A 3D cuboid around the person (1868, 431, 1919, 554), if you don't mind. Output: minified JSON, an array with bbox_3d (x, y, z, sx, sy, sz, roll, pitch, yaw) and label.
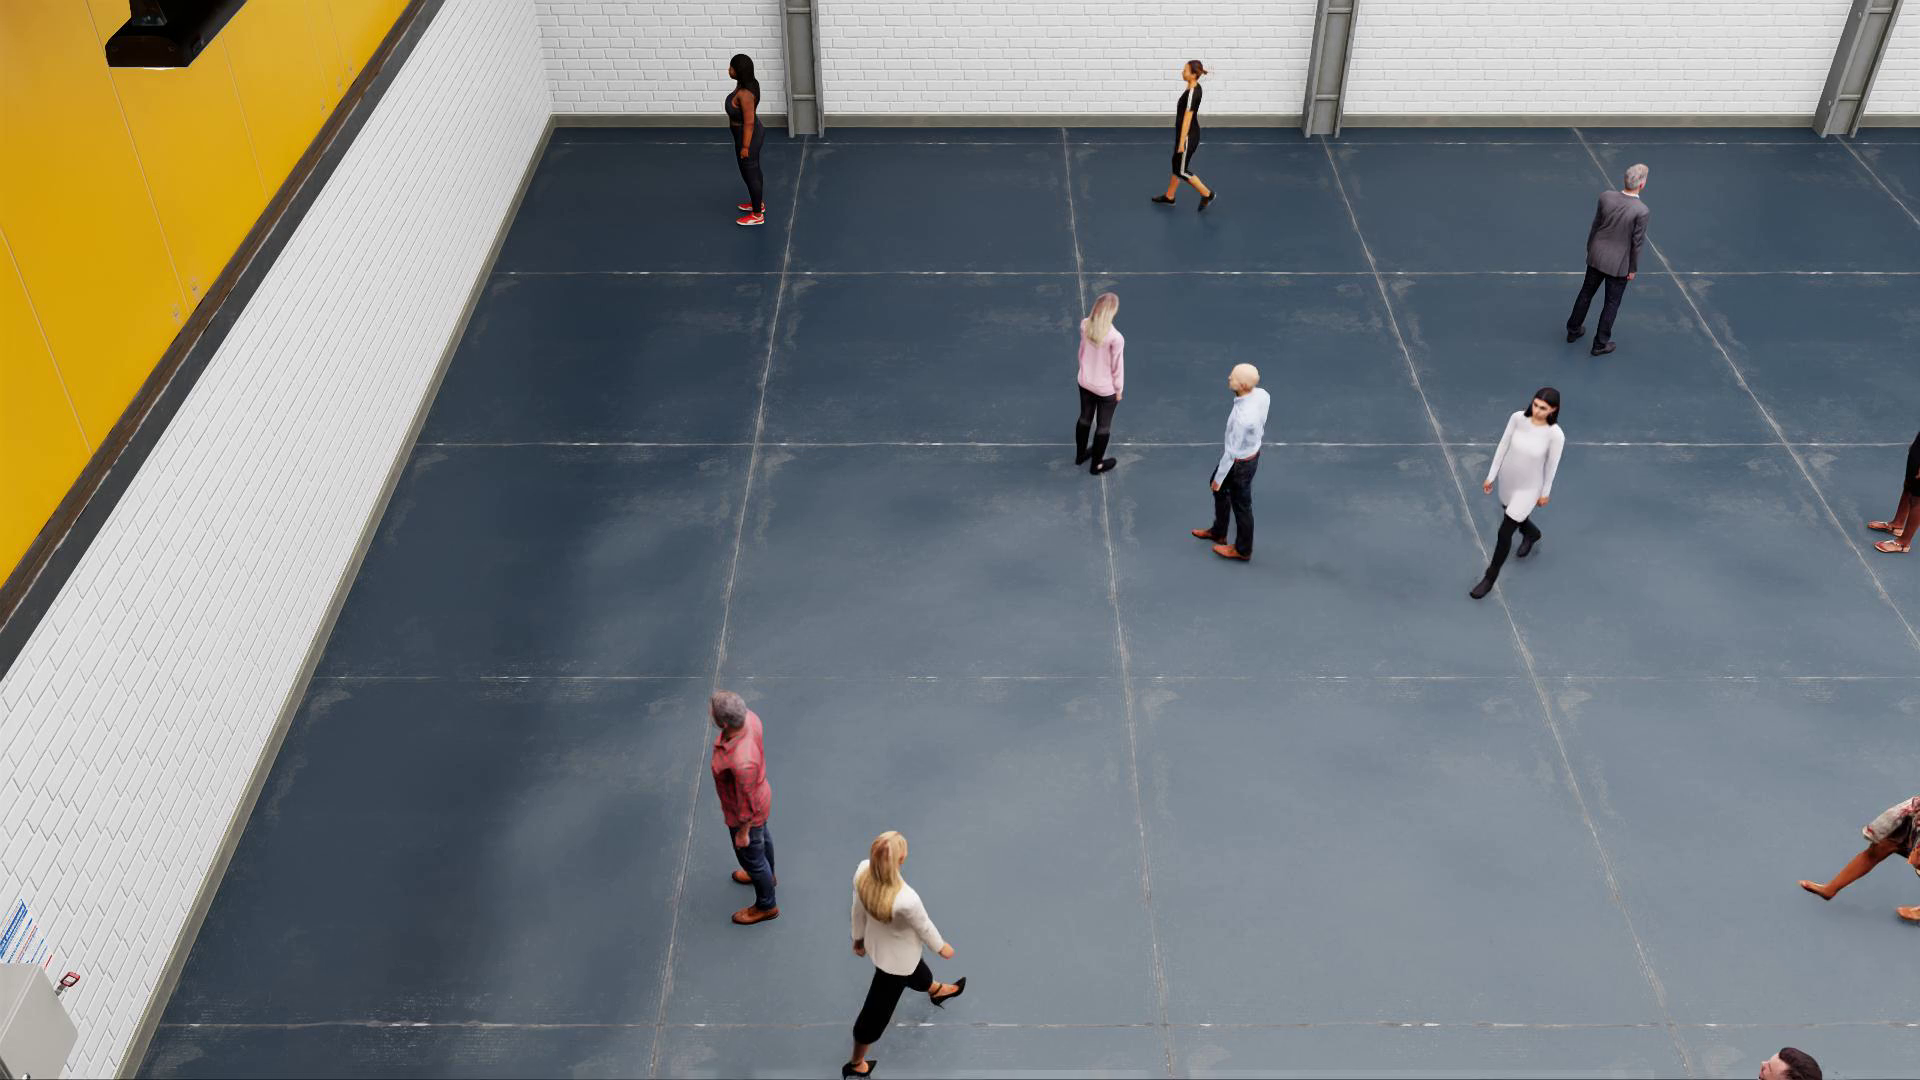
[{"bbox_3d":[7.530,-0.661,12.919,0.607,1.716,0.663,9,39,11],"label":"person"}]

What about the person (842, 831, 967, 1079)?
[{"bbox_3d":[-0.434,2.342,9.087,1.215,1.805,1.102,-29,47,-31],"label":"person"}]

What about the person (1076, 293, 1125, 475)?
[{"bbox_3d":[1.134,-1.292,13.734,0.747,1.685,0.690,-31,48,-33],"label":"person"}]

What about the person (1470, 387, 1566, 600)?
[{"bbox_3d":[4.292,-0.429,12.582,1.209,1.773,1.066,-26,45,-29],"label":"person"}]

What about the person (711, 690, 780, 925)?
[{"bbox_3d":[-1.279,1.583,10.018,0.551,1.830,0.690,-1,39,-2],"label":"person"}]

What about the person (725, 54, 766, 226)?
[{"bbox_3d":[-2.193,-4.168,17.230,0.597,1.816,0.655,-1,39,-2],"label":"person"}]

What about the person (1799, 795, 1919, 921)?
[{"bbox_3d":[5.911,1.761,9.977,1.103,1.602,0.702,4,39,5],"label":"person"}]

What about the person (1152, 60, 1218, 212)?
[{"bbox_3d":[2.434,-4.221,17.426,0.981,1.654,0.725,8,39,10],"label":"person"}]

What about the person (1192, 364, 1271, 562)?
[{"bbox_3d":[2.223,-0.550,12.732,0.885,1.776,0.817,15,41,18],"label":"person"}]

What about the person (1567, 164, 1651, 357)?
[{"bbox_3d":[5.968,-2.579,15.227,0.806,1.832,0.791,-25,45,-28],"label":"person"}]
